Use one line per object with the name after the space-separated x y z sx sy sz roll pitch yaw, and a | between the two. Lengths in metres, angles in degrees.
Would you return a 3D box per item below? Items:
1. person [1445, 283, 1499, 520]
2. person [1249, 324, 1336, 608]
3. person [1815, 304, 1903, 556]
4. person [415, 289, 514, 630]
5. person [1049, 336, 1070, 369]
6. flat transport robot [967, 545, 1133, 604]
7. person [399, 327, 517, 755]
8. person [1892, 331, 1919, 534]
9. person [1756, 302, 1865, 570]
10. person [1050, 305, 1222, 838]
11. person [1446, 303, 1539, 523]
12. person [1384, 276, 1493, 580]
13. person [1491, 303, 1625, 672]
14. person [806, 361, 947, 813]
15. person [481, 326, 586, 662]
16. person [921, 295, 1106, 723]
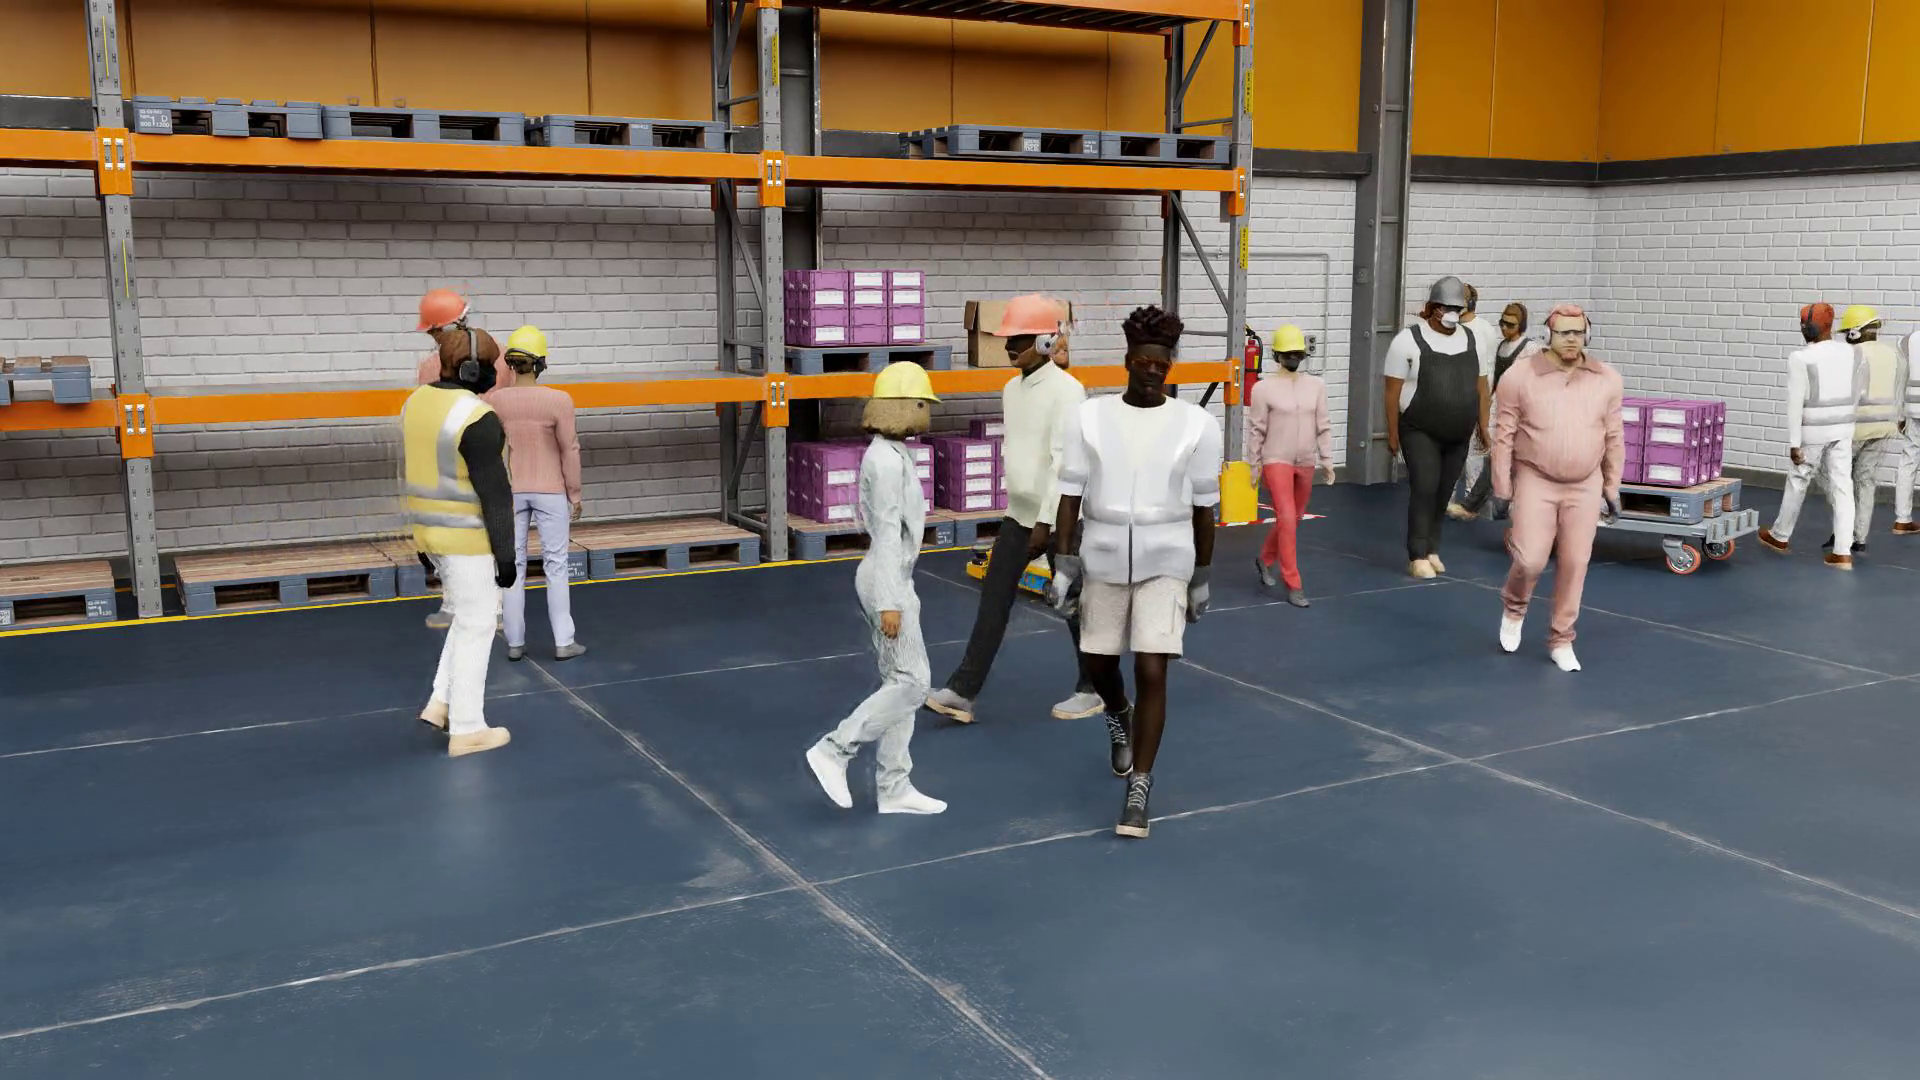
4.124 -1.134 13.704 0.372 1.940 0.630 -5 11 -28 | person
2.047 -0.499 10.465 0.519 1.728 0.867 -3 10 -19 | person
6.454 -0.785 11.960 0.617 1.807 0.434 -3 10 -20 | person
-2.787 -0.442 9.496 0.649 1.957 0.363 -9 13 -42 | person
0.646 -0.636 11.654 0.441 1.618 0.509 -7 12 -36 | person
0.667 0.207 10.595 0.652 0.197 1.431 -5 11 -28 | flat transport robot
-2.093 0.012 7.068 0.640 1.822 0.452 9 13 42 | person
7.453 -0.951 12.758 0.356 1.883 0.573 -5 10 -26 | person
6.012 -0.741 11.673 0.600 1.821 0.990 0 9 -2 | person
0.673 0.080 6.308 0.610 1.943 0.840 2 10 14 | person
4.378 -1.004 13.372 0.963 1.781 0.564 -1 9 -5 | person
3.244 -0.758 11.100 0.684 2.000 0.778 -2 10 -11 | person
3.092 -0.271 8.590 0.648 1.895 0.452 0 9 1 | person
-0.285 0.194 6.234 0.441 1.722 0.512 0 9 3 | person
-2.243 -0.236 8.748 0.522 1.769 0.317 0 9 2 | person
0.286 -0.114 7.463 0.996 1.939 0.617 -6 11 -34 | person
